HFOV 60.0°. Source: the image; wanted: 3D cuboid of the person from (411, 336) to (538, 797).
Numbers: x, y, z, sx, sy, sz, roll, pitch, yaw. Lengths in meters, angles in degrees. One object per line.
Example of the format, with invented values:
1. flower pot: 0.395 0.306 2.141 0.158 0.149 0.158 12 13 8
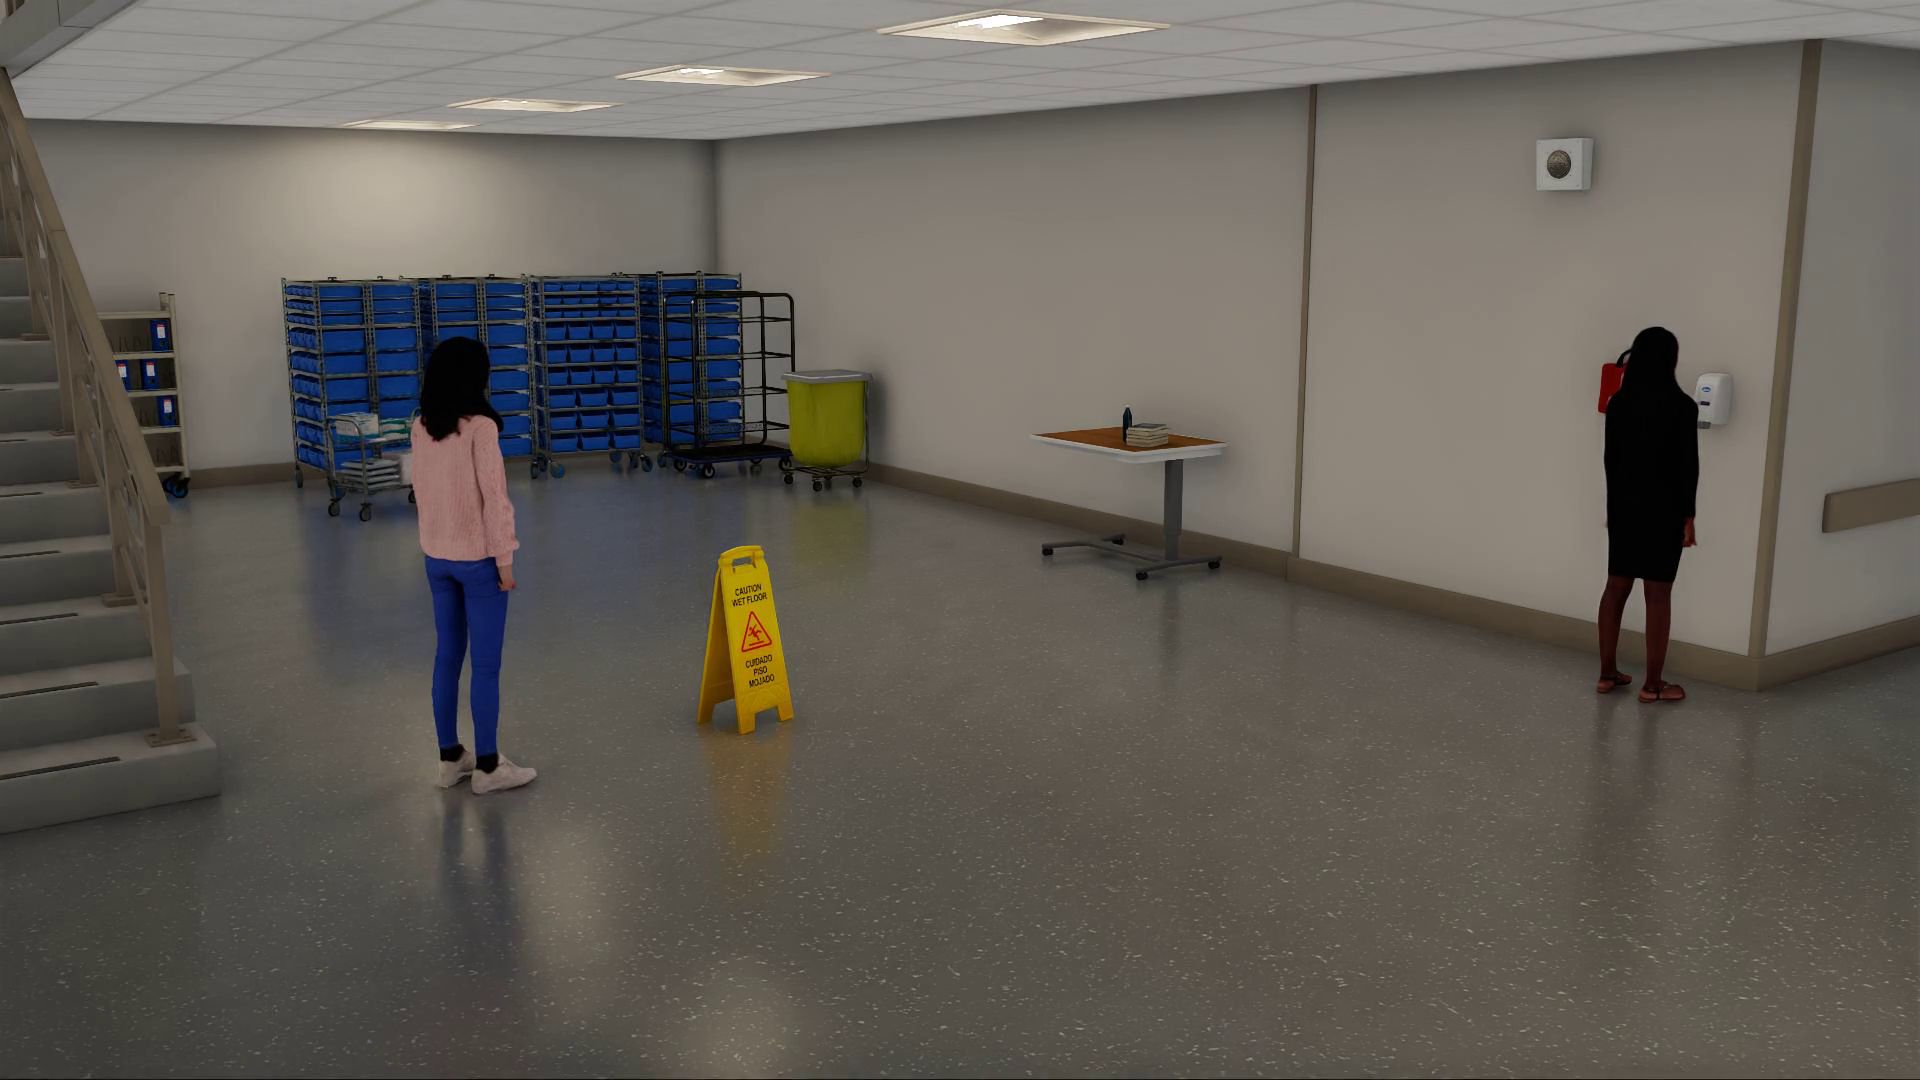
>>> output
1. person: -1.922 0.093 6.440 0.612 1.768 0.778 7 13 34

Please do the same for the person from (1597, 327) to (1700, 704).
1. person: 3.176 -0.122 7.698 0.667 1.721 0.432 -7 13 -34
